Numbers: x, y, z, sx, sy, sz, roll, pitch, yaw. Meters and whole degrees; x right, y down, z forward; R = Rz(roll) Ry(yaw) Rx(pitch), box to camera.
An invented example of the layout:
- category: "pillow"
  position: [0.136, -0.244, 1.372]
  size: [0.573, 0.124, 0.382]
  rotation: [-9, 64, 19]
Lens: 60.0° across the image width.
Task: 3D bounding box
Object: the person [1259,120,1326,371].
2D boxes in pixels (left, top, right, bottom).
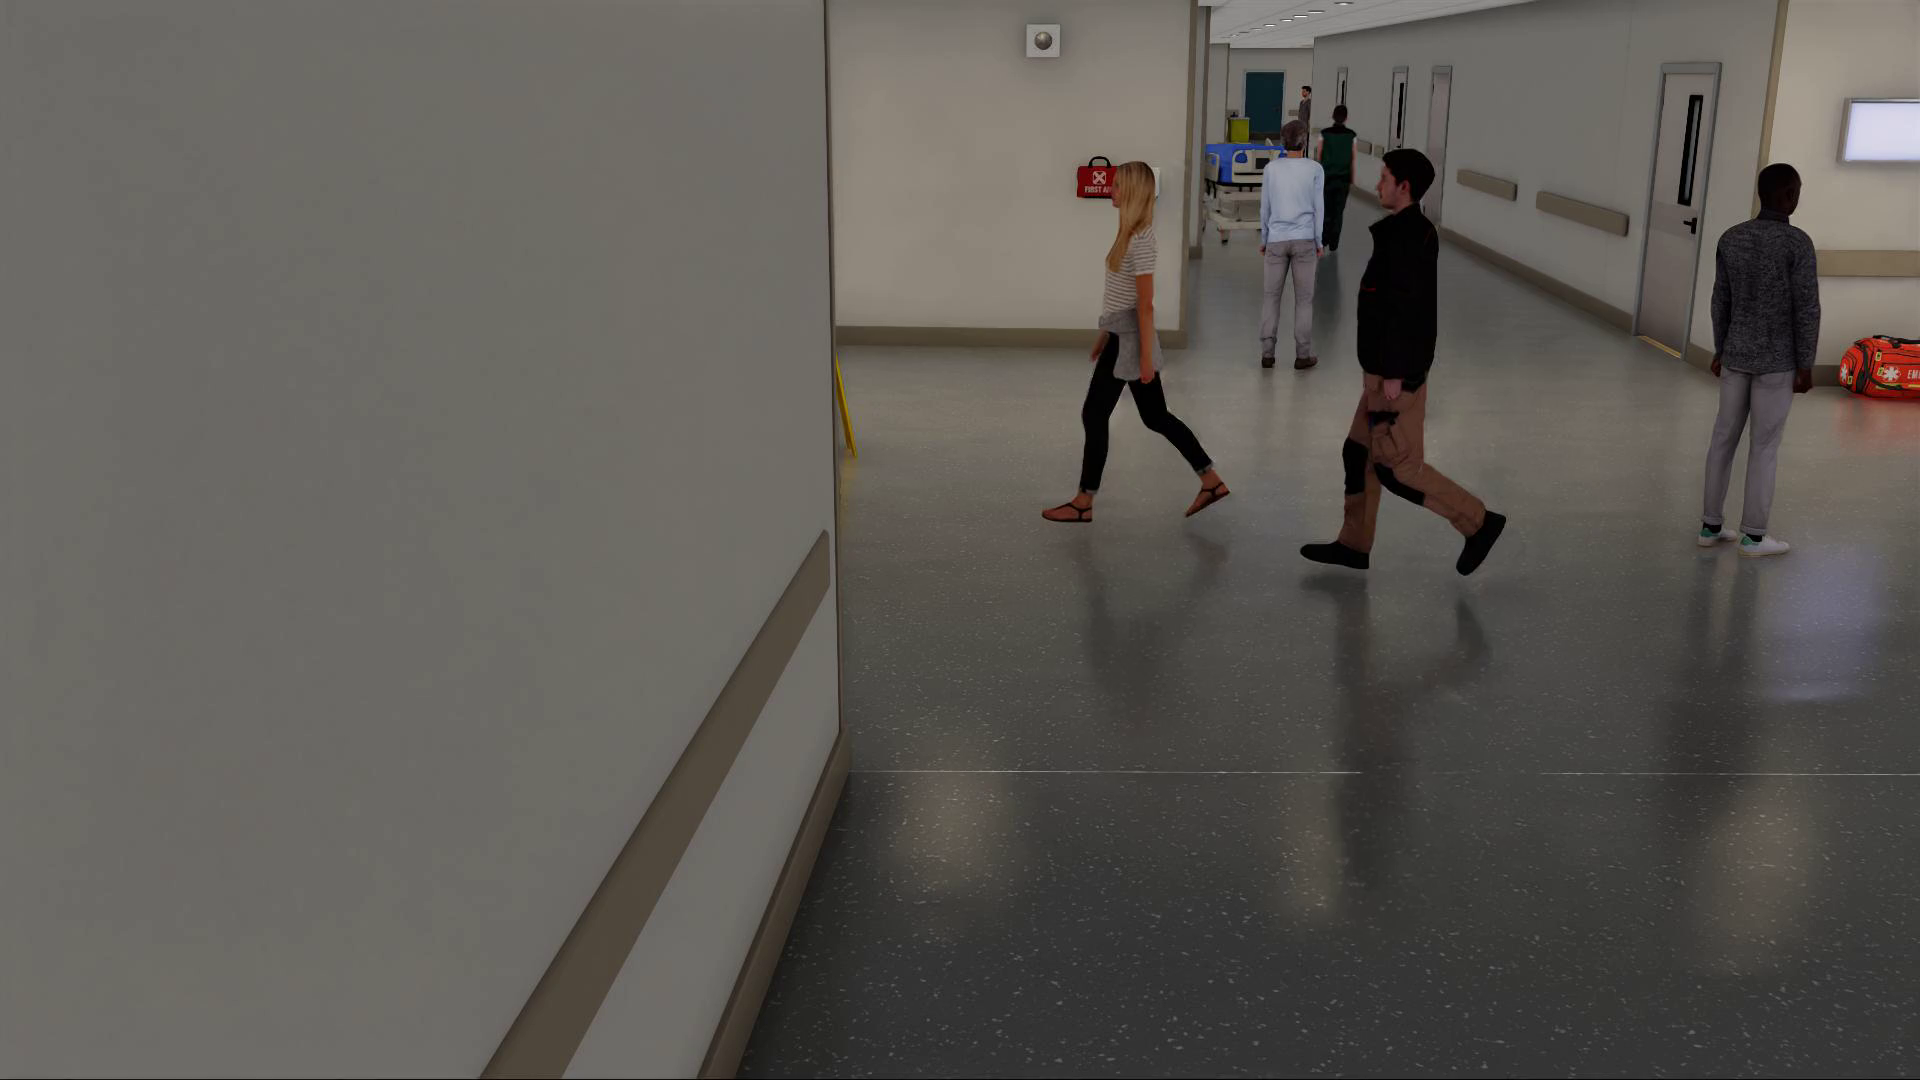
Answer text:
- category: "person"
  position: [2.560, -2.283, 12.861]
  size: [0.614, 1.894, 0.774]
  rotation: [6, 17, 20]

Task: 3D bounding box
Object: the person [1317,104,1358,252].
- category: "person"
  position: [4.786, -4.621, 21.263]
  size: [0.623, 1.832, 0.748]
  rotation: [3, 16, 12]

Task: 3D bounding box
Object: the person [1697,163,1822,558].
- category: "person"
  position: [3.778, -0.852, 7.888]
  size: [0.768, 1.838, 0.757]
  rotation: [-9, 18, -29]

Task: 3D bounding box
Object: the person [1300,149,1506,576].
- category: "person"
  position: [2.021, -0.737, 7.363]
  size: [1.194, 1.903, 0.866]
  rotation: [5, 17, 17]

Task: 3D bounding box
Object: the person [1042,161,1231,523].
- category: "person"
  position: [0.956, -0.931, 8.269]
  size: [1.173, 1.784, 0.622]
  rotation: [1, 16, 3]
